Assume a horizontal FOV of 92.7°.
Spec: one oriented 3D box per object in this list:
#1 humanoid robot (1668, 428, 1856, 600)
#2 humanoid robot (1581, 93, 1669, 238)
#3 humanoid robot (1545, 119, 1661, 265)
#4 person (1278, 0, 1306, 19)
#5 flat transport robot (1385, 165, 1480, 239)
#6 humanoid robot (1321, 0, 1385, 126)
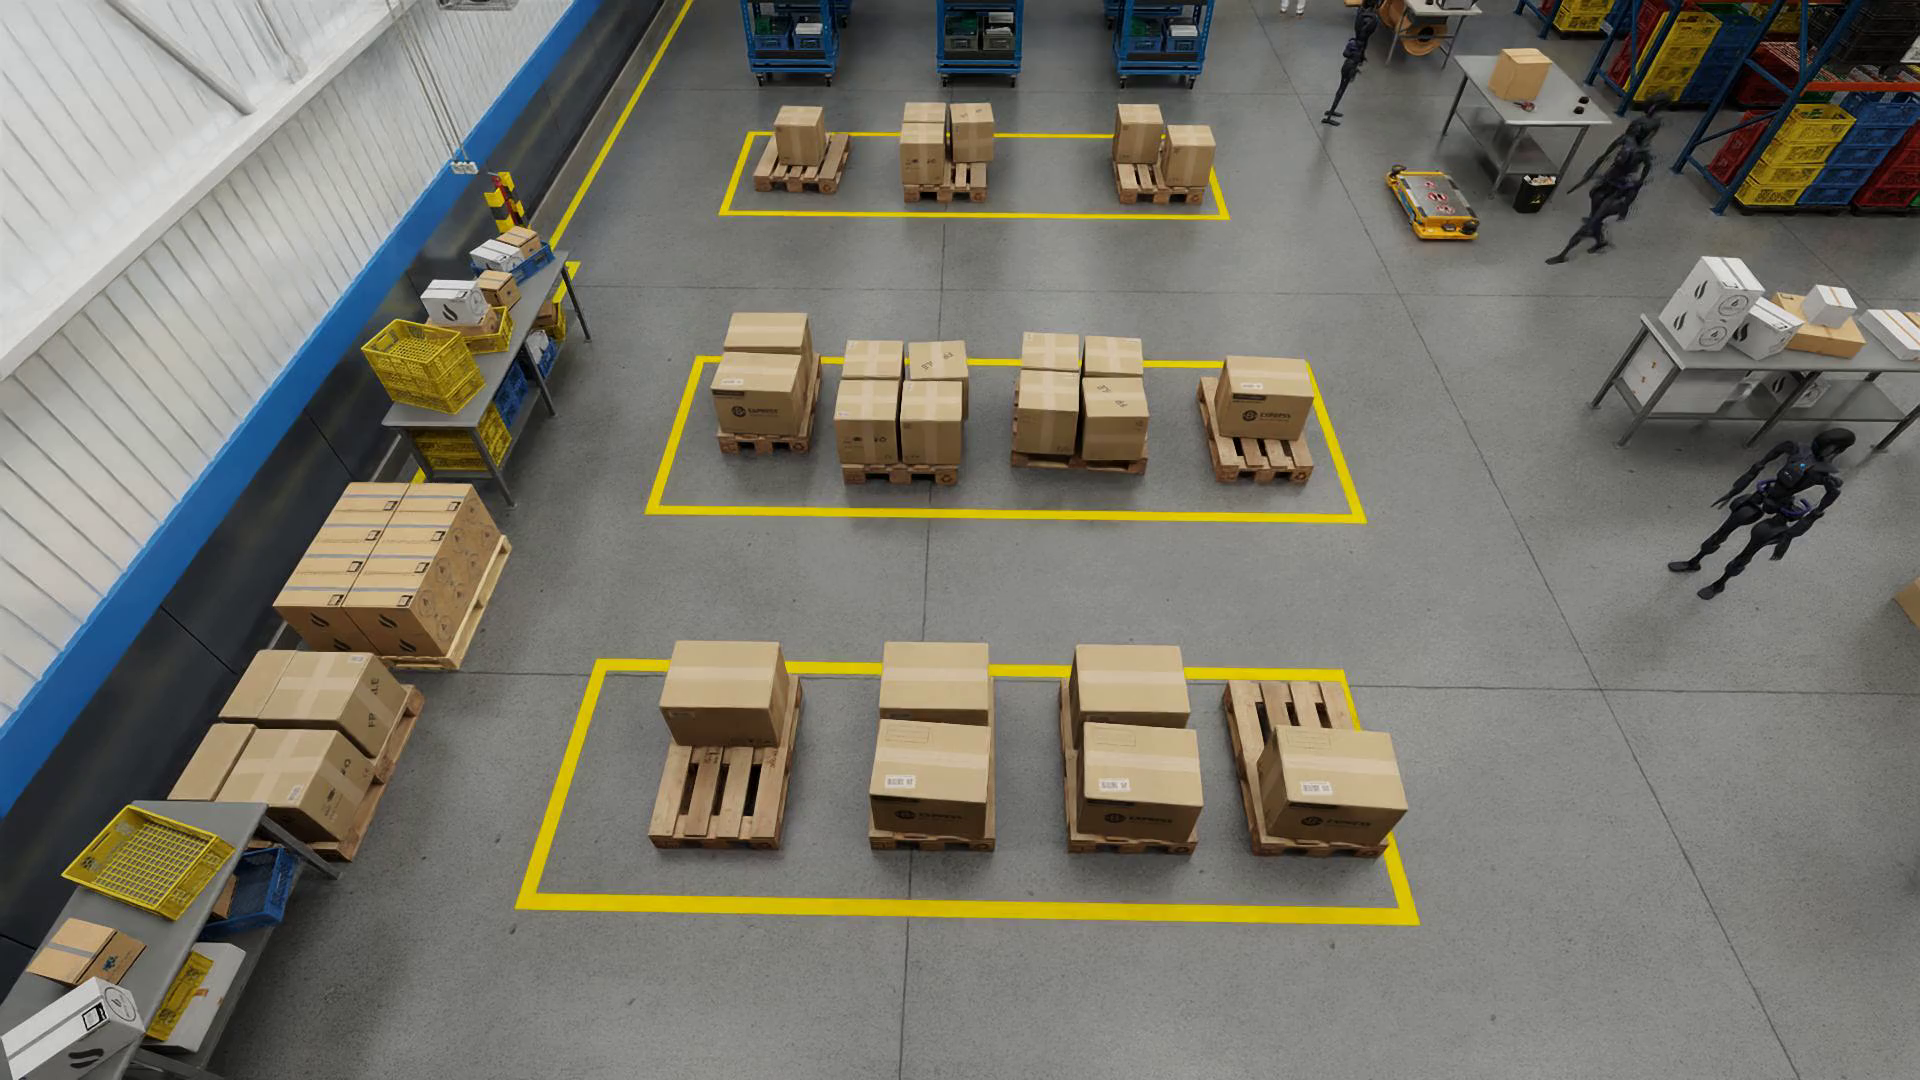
[{"bbox_3d":[5.938,-0.191,6.760,0.318,1.652,0.603,-11,50,-10],"label":"humanoid robot"},{"bbox_3d":[7.369,-4.162,10.214,0.454,1.637,0.622,23,53,19],"label":"humanoid robot"},{"bbox_3d":[7.053,-3.770,9.899,0.782,1.632,0.582,-8,50,-7],"label":"humanoid robot"},{"bbox_3d":[5.488,-9.333,14.544,0.574,1.882,0.355,16,51,14],"label":"person"},{"bbox_3d":[5.692,-4.094,11.059,0.652,0.197,1.431,1,49,1],"label":"flat transport robot"},{"bbox_3d":[5.224,-6.384,12.125,0.348,1.649,0.570,20,52,16],"label":"humanoid robot"}]
